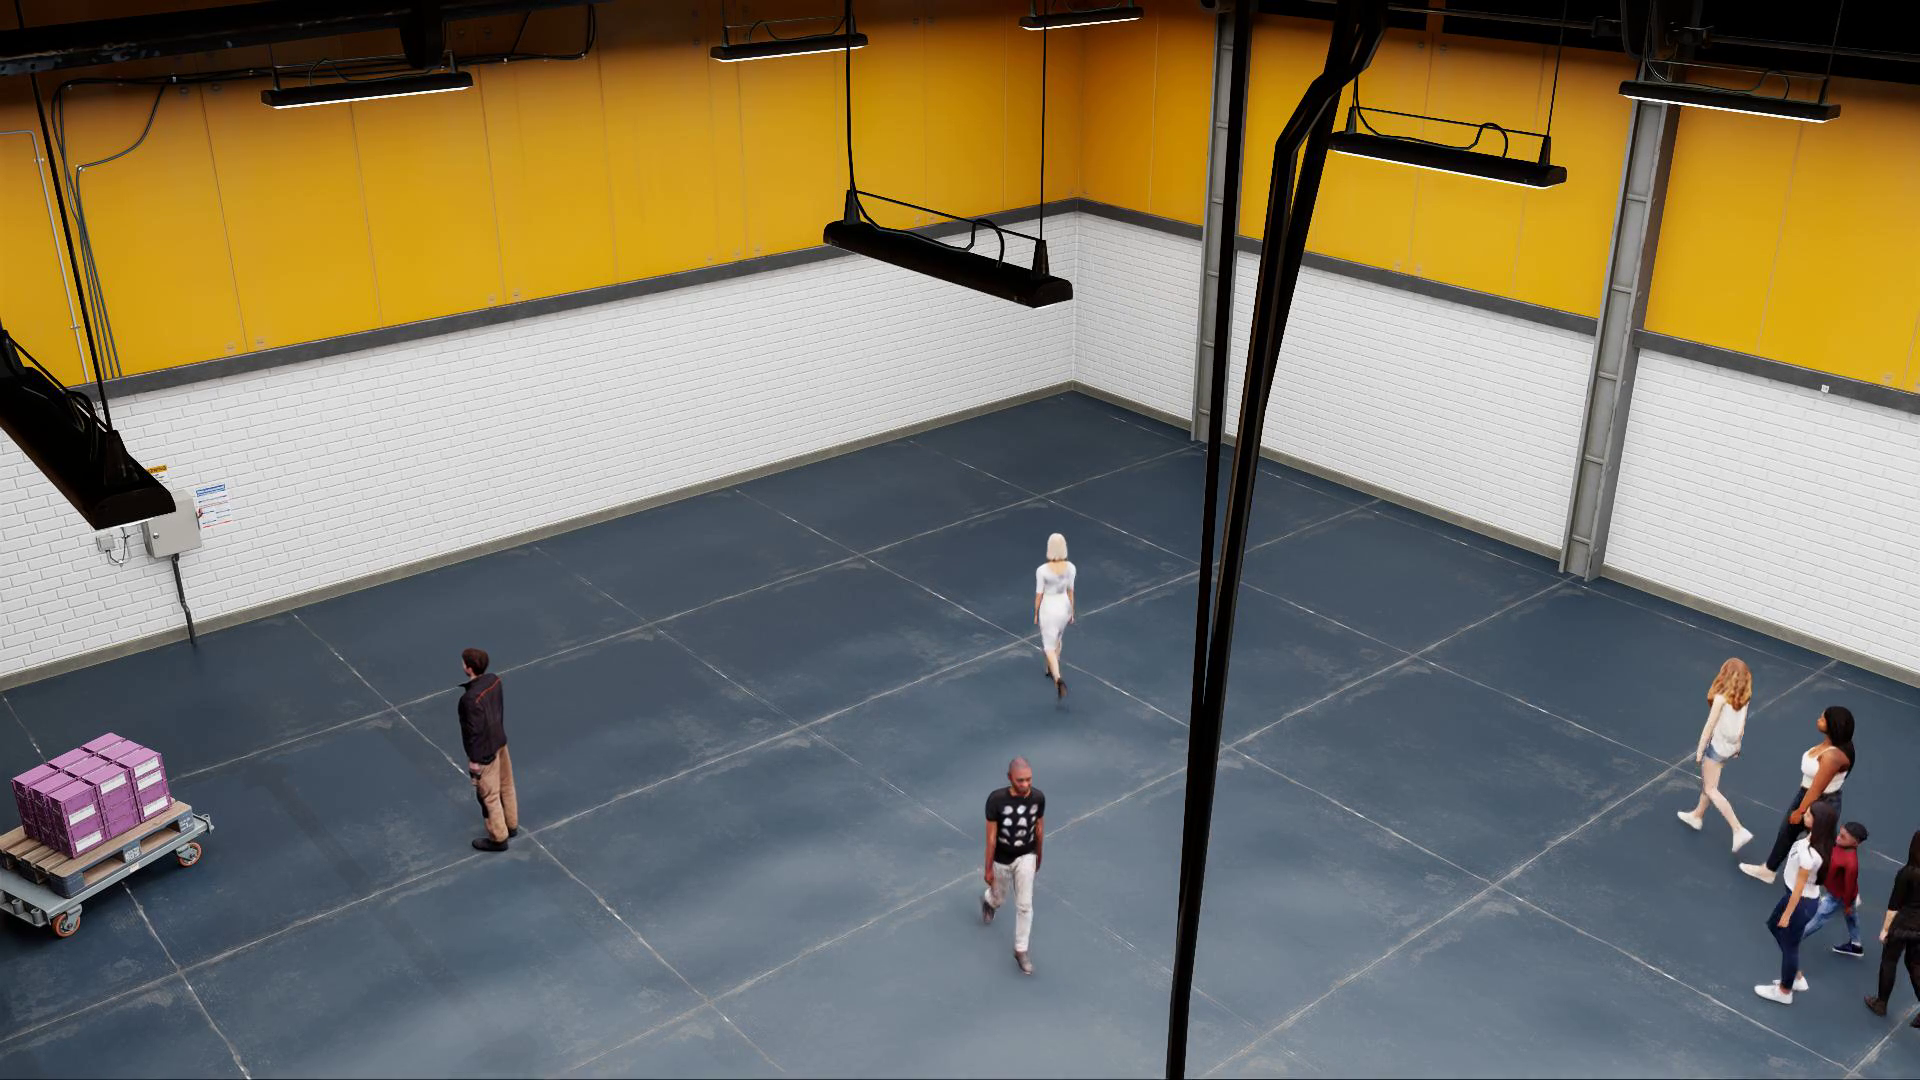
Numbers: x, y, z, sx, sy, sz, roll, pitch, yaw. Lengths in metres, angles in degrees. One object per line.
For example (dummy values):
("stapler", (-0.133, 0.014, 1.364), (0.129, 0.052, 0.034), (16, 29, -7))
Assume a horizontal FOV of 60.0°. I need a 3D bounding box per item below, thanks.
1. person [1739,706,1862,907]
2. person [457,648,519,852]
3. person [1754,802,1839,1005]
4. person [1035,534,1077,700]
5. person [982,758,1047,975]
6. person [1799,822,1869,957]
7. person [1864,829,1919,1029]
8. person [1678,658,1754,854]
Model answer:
("person", (7.141, 2.226, 13.614), (1.247, 1.772, 0.938), (12, 26, 26))
("person", (-4.087, 1.801, 14.397), (0.812, 1.924, 0.794), (6, 24, 14))
("person", (6.369, 2.748, 12.427), (0.689, 1.767, 0.676), (16, 28, 31))
("person", (0.993, 0.796, 16.946), (0.853, 1.723, 1.117), (-7, 24, -15))
("person", (0.388, 2.465, 13.054), (0.982, 1.783, 1.176), (-5, 24, -11))
("person", (6.991, 2.766, 13.056), (0.958, 1.229, 0.756), (11, 26, 24))
("person", (7.047, 2.906, 12.241), (0.840, 1.627, 0.928), (-2, 24, -4))
("person", (6.679, 1.884, 14.440), (0.784, 1.738, 1.112), (-10, 25, -21))
